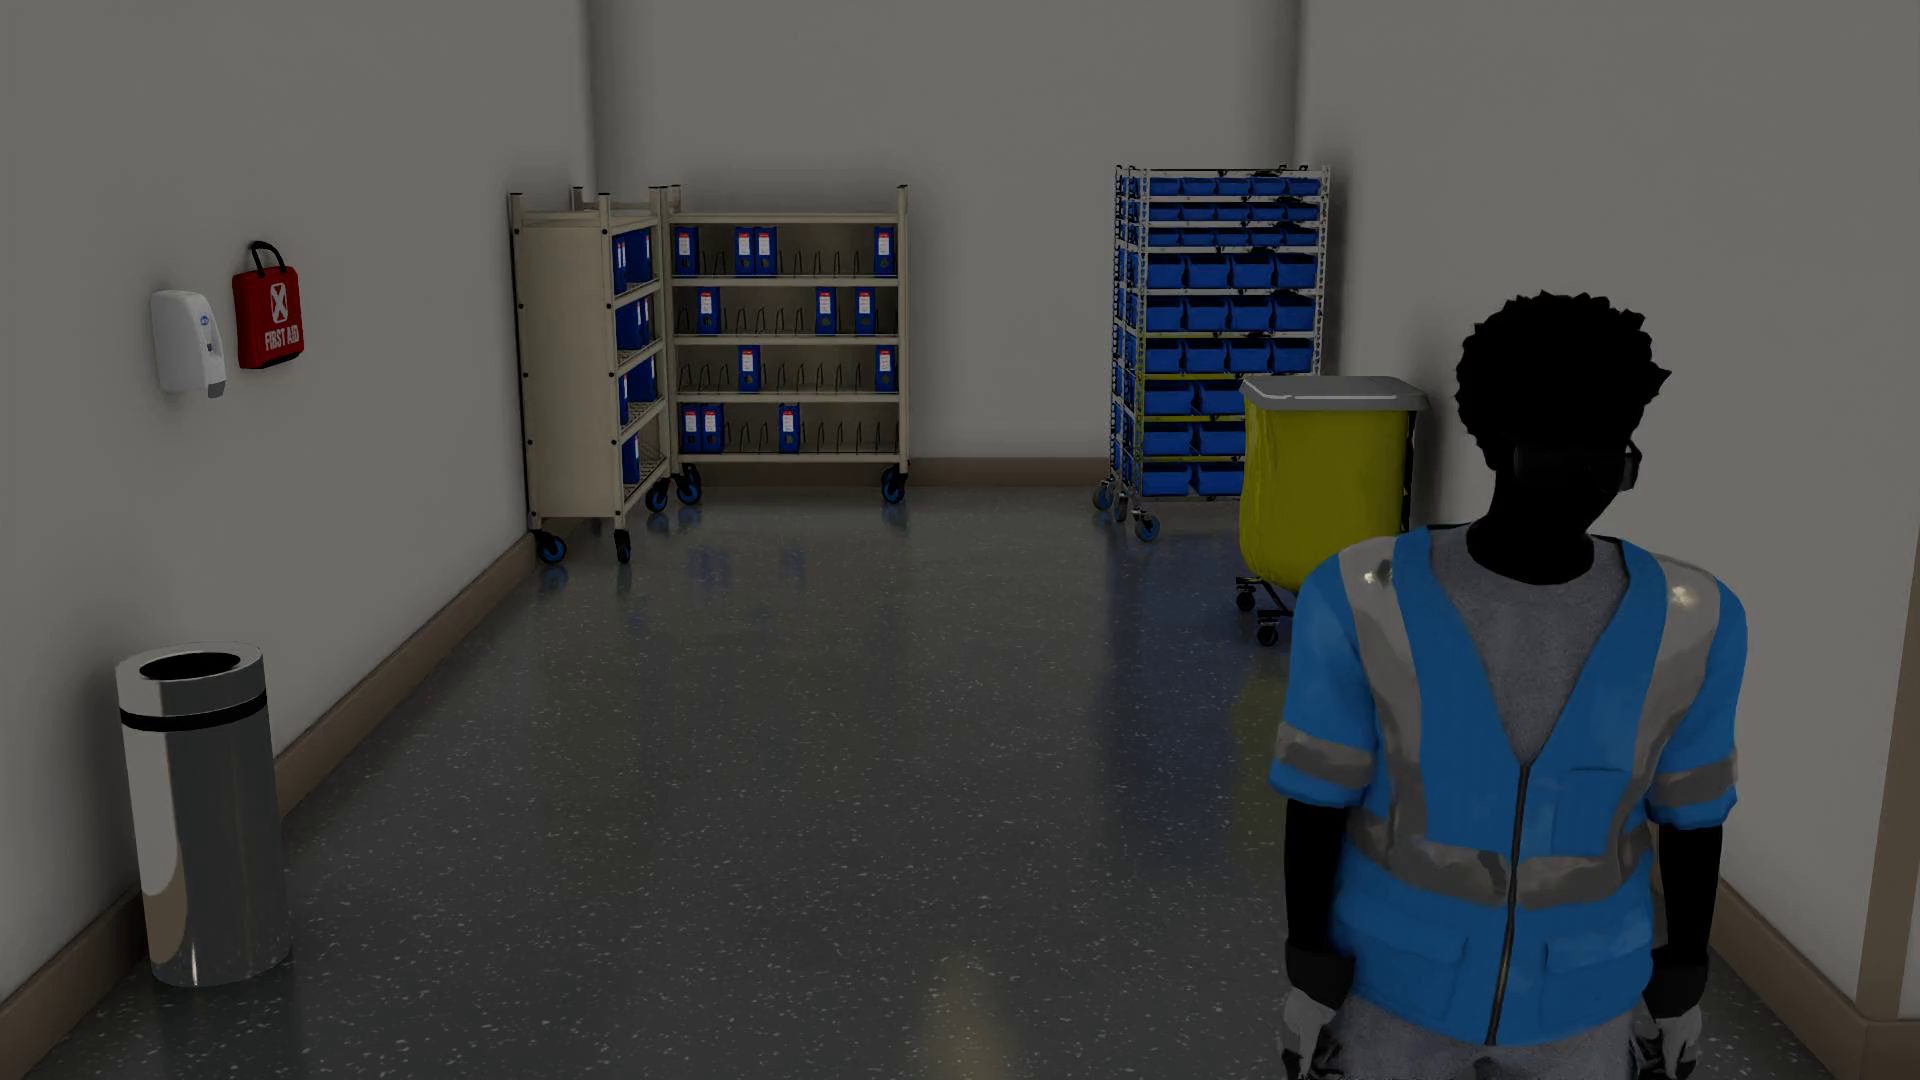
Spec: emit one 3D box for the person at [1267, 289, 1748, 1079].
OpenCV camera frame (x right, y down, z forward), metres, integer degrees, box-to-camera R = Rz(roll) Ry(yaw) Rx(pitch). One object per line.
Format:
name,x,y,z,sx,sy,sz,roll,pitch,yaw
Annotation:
person,0.645,0.538,2.034,0.548,1.689,0.324,2,13,7
